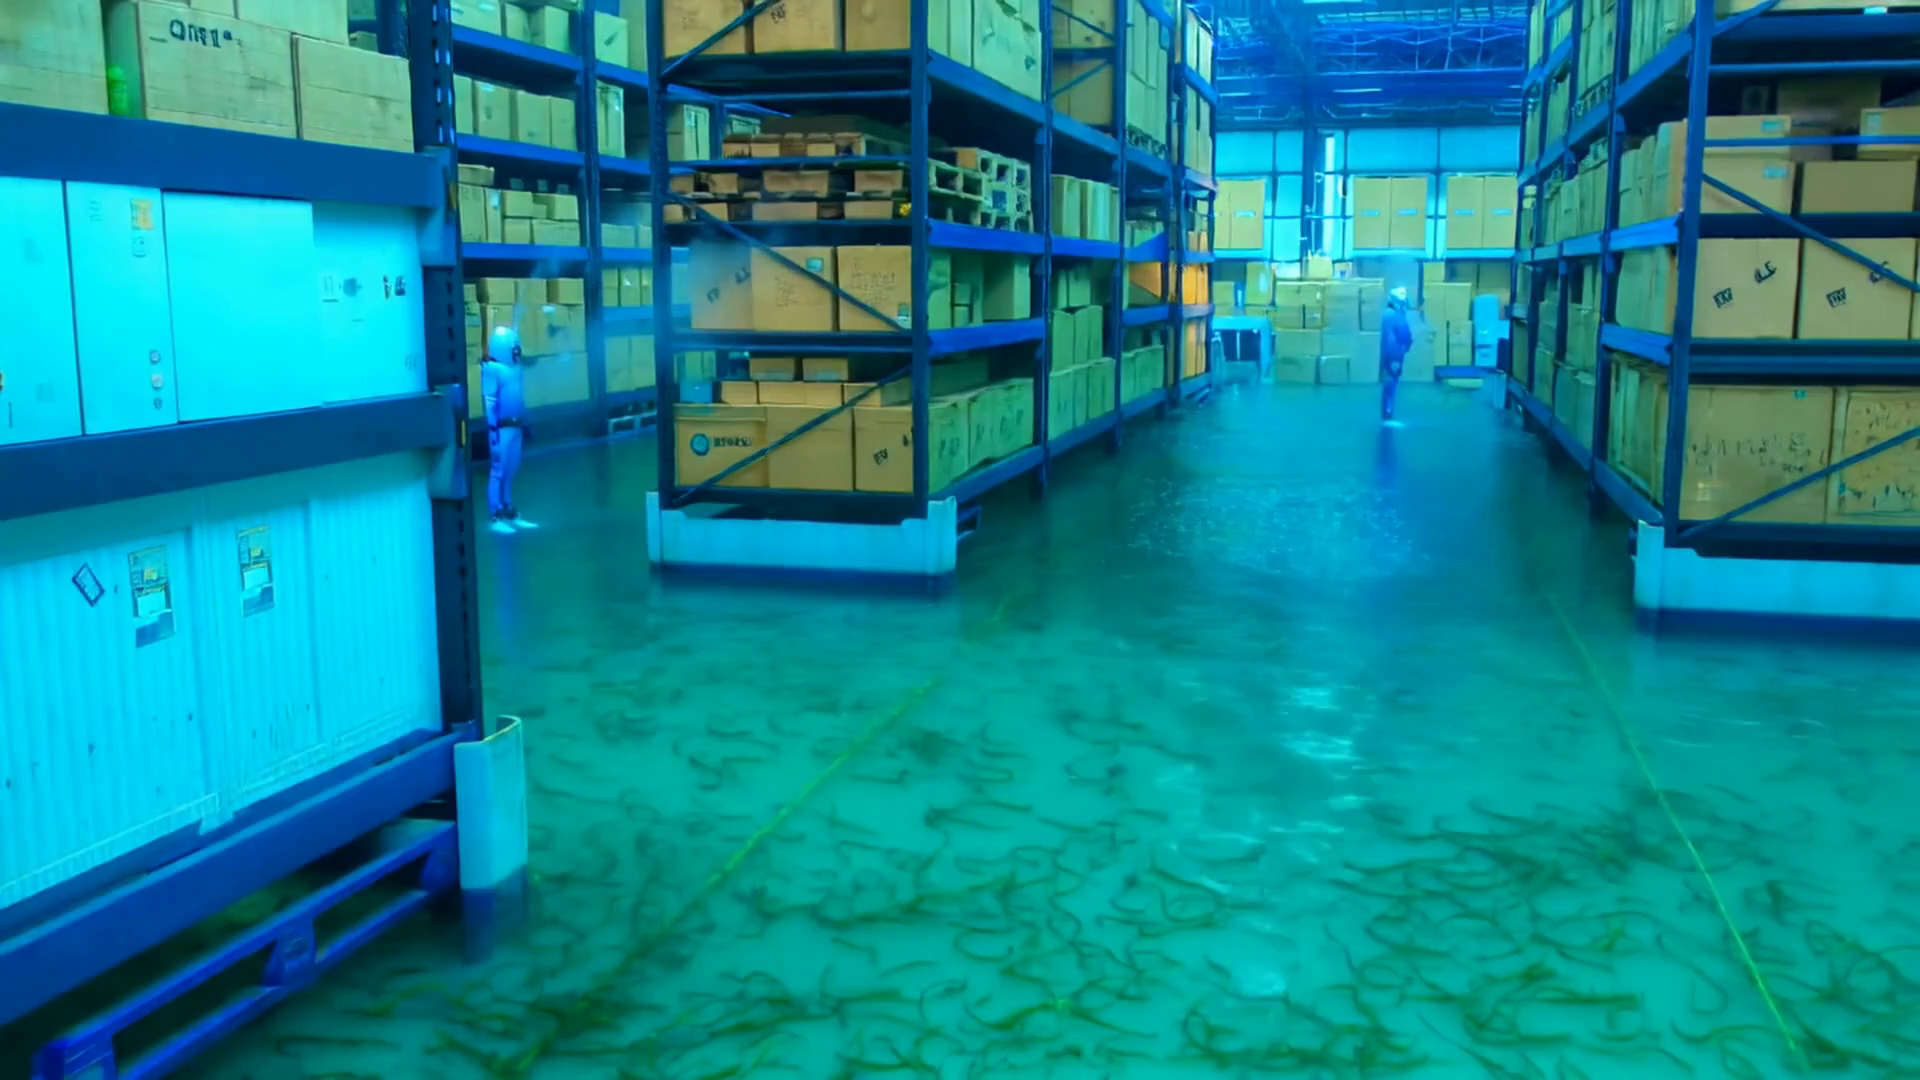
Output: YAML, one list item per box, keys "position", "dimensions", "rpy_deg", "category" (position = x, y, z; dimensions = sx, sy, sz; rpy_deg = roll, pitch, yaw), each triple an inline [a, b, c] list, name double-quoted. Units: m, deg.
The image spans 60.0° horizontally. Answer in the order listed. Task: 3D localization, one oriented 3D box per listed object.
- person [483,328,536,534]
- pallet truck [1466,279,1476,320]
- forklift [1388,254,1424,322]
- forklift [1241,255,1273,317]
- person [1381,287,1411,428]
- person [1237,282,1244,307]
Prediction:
- position: [-3.607, -0.874, 13.274]
  dimensions: [0.284, 1.633, 0.497]
  rpy_deg: [2, 9, 15]
  category: "person"
- position: [18.896, -8.459, 60.307]
  dimensions: [1.885, 1.965, 0.823]
  rpy_deg: [5, 10, 31]
  category: "pallet truck"
- position: [14.666, -8.087, 55.148]
  dimensions: [1.129, 2.768, 1.873]
  rpy_deg: [-2, 9, -12]
  category: "forklift"
- position: [10.551, -8.662, 58.805]
  dimensions: [1.129, 2.768, 1.873]
  rpy_deg: [2, 9, 15]
  category: "forklift"
- position: [5.939, -2.491, 22.683]
  dimensions: [0.409, 1.909, 0.640]
  rpy_deg: [2, 9, 15]
  category: "person"
- position: [10.563, -8.701, 62.202]
  dimensions: [0.356, 1.887, 0.573]
  rpy_deg: [2, 9, 15]
  category: "person"
